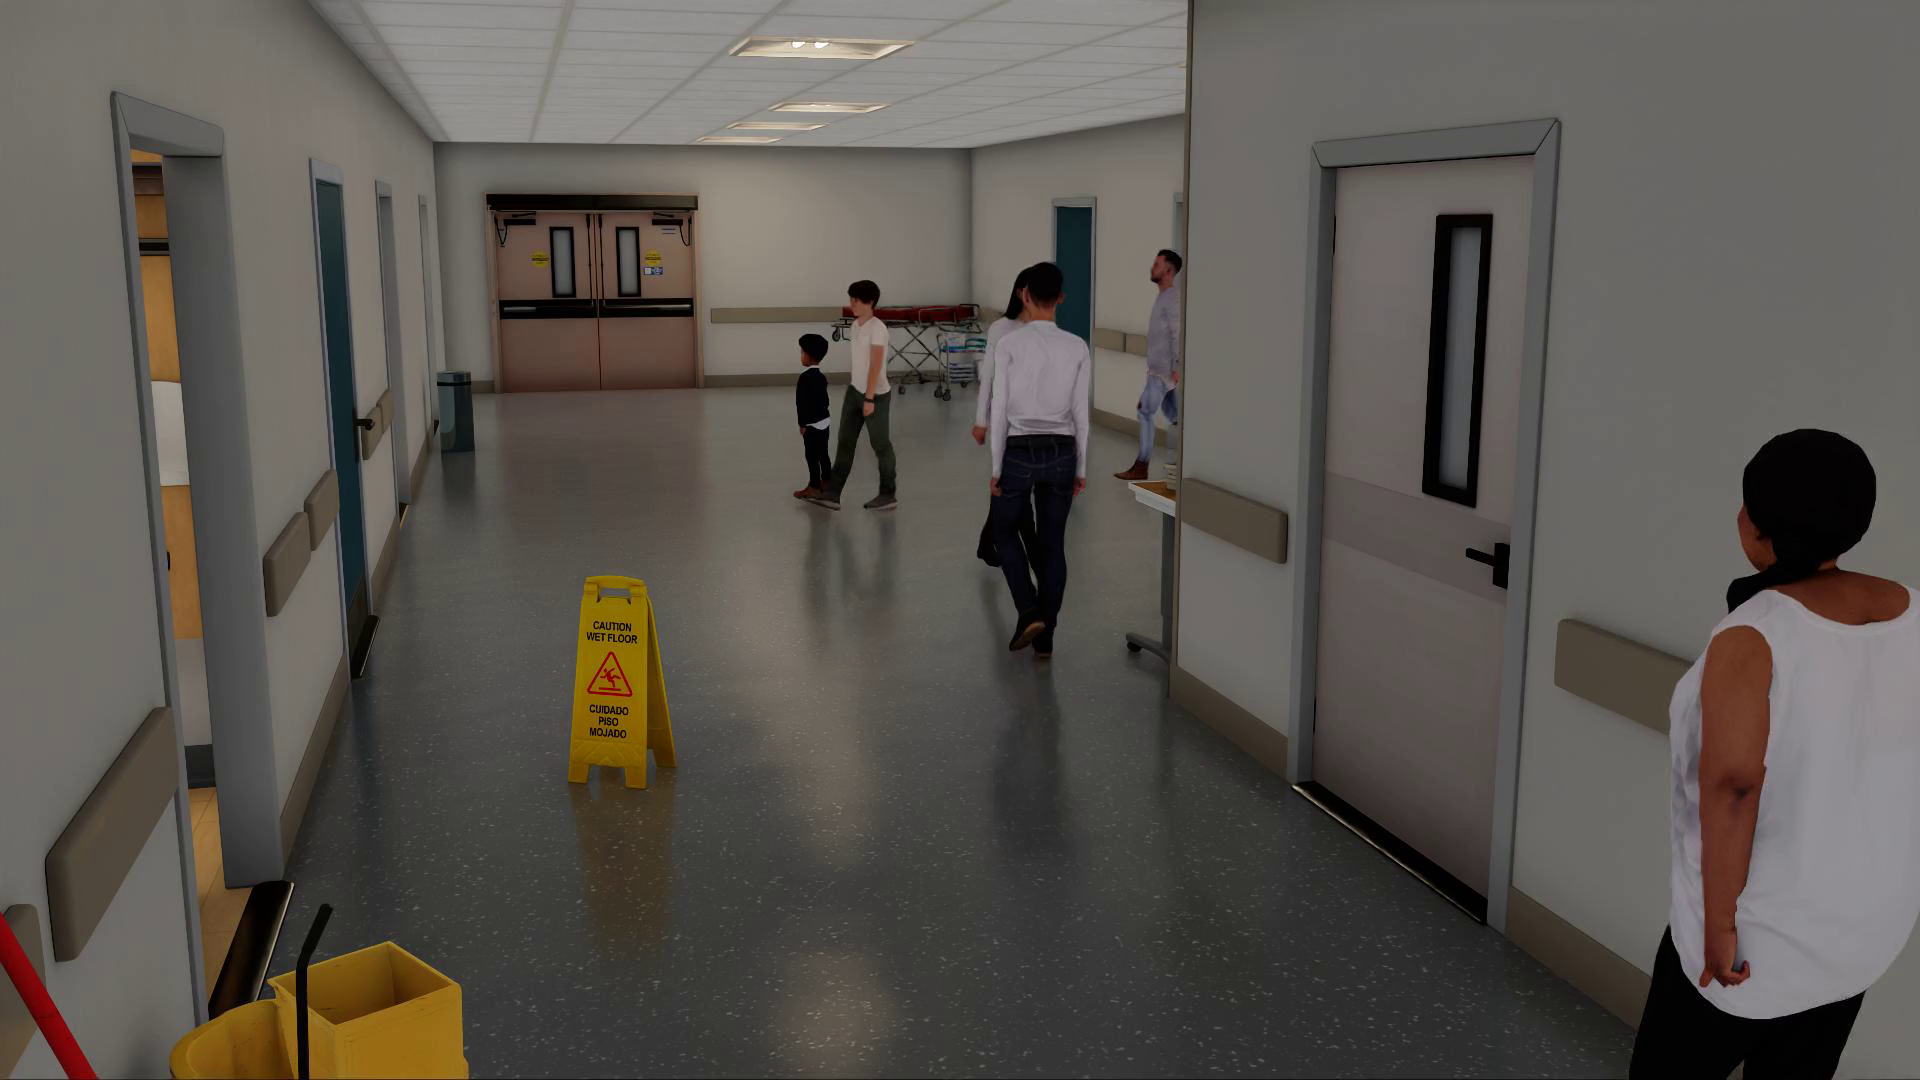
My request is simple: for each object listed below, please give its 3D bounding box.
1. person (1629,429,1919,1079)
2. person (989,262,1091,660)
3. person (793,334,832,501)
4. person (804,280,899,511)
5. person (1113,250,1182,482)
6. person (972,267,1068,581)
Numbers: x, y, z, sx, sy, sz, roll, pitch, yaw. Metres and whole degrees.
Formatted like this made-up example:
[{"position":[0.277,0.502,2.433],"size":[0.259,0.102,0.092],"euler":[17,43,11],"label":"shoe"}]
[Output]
[{"position":[1.491,0.650,2.954],"size":[0.641,1.675,0.587],"euler":[-3,11,-15],"label":"person"},{"position":[0.372,-0.337,7.685],"size":[0.674,1.849,0.730],"euler":[-1,11,-7],"label":"person"},{"position":[-1.068,-0.913,12.297],"size":[0.632,1.223,0.559],"euler":[5,12,24],"label":"person"},{"position":[-0.591,-1.015,11.830],"size":[0.879,1.636,0.967],"euler":[-9,14,-38],"label":"person"},{"position":[1.707,-1.351,13.133],"size":[0.933,1.811,1.149],"euler":[0,11,-2],"label":"person"},{"position":[0.295,-0.642,9.574],"size":[0.886,1.745,1.214],"euler":[-6,12,-29],"label":"person"}]
